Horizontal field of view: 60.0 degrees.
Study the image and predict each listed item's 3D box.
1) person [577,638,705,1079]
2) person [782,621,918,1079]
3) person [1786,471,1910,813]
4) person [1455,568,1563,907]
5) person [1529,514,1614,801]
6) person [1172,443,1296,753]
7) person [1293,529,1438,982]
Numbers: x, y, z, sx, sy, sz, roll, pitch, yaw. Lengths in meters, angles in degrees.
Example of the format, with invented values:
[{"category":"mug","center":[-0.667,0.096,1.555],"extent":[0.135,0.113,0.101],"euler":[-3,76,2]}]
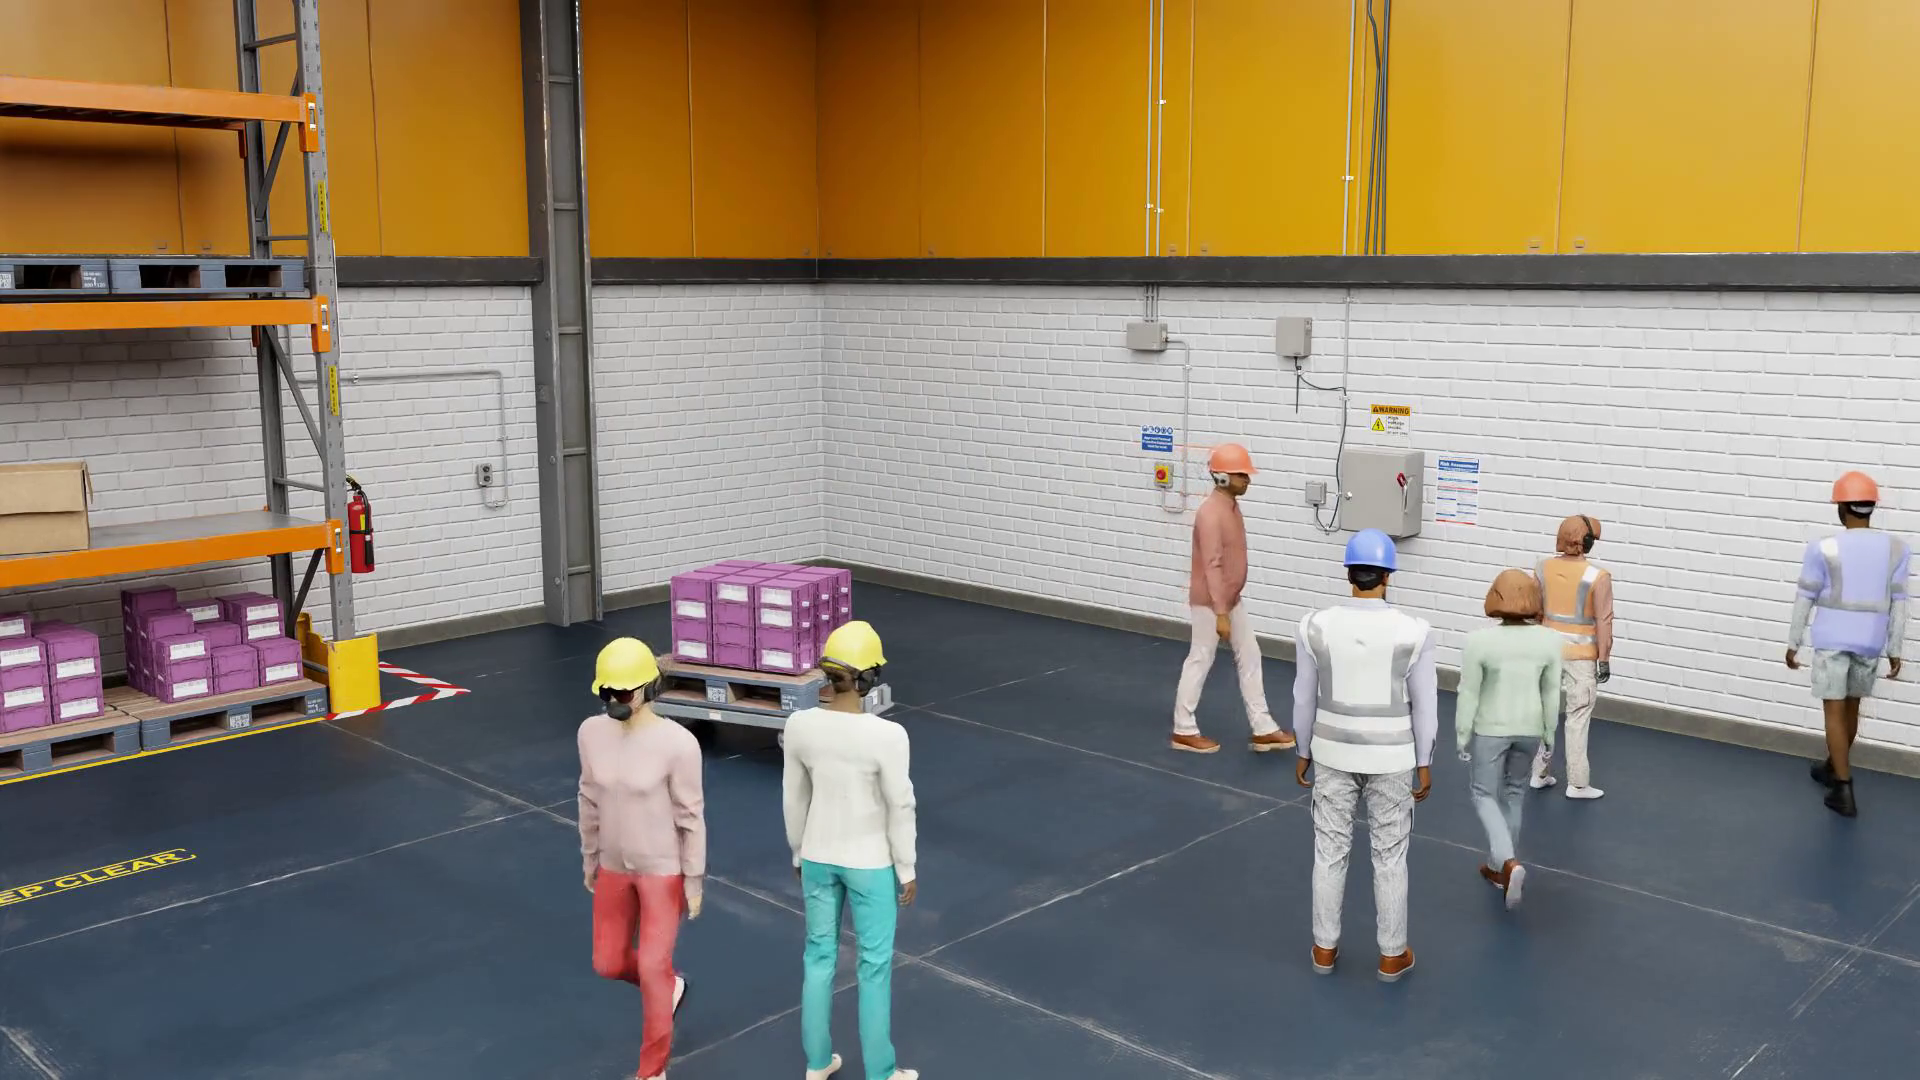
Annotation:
[{"category":"person","center":[-1.133,1.180,6.082],"extent":[0.539,1.743,0.519],"euler":[4,10,23]},{"category":"person","center":[-0.391,1.169,6.101],"extent":[0.532,1.767,0.324],"euler":[4,10,25]},{"category":"person","center":[5.013,0.556,9.446],"extent":[0.565,1.901,0.819],"euler":[1,9,7]},{"category":"person","center":[2.636,0.943,7.958],"extent":[0.503,1.615,0.640],"euler":[-1,9,-3]},{"category":"person","center":[3.501,0.668,9.560],"extent":[0.311,1.638,0.523],"euler":[-6,11,-35]},{"category":"person","center":[1.735,0.387,10.276],"extent":[0.916,1.959,0.656],"euler":[5,10,26]},{"category":"person","center":[1.724,0.919,7.105],"extent":[0.603,1.938,0.401],"euler":[4,10,21]}]
